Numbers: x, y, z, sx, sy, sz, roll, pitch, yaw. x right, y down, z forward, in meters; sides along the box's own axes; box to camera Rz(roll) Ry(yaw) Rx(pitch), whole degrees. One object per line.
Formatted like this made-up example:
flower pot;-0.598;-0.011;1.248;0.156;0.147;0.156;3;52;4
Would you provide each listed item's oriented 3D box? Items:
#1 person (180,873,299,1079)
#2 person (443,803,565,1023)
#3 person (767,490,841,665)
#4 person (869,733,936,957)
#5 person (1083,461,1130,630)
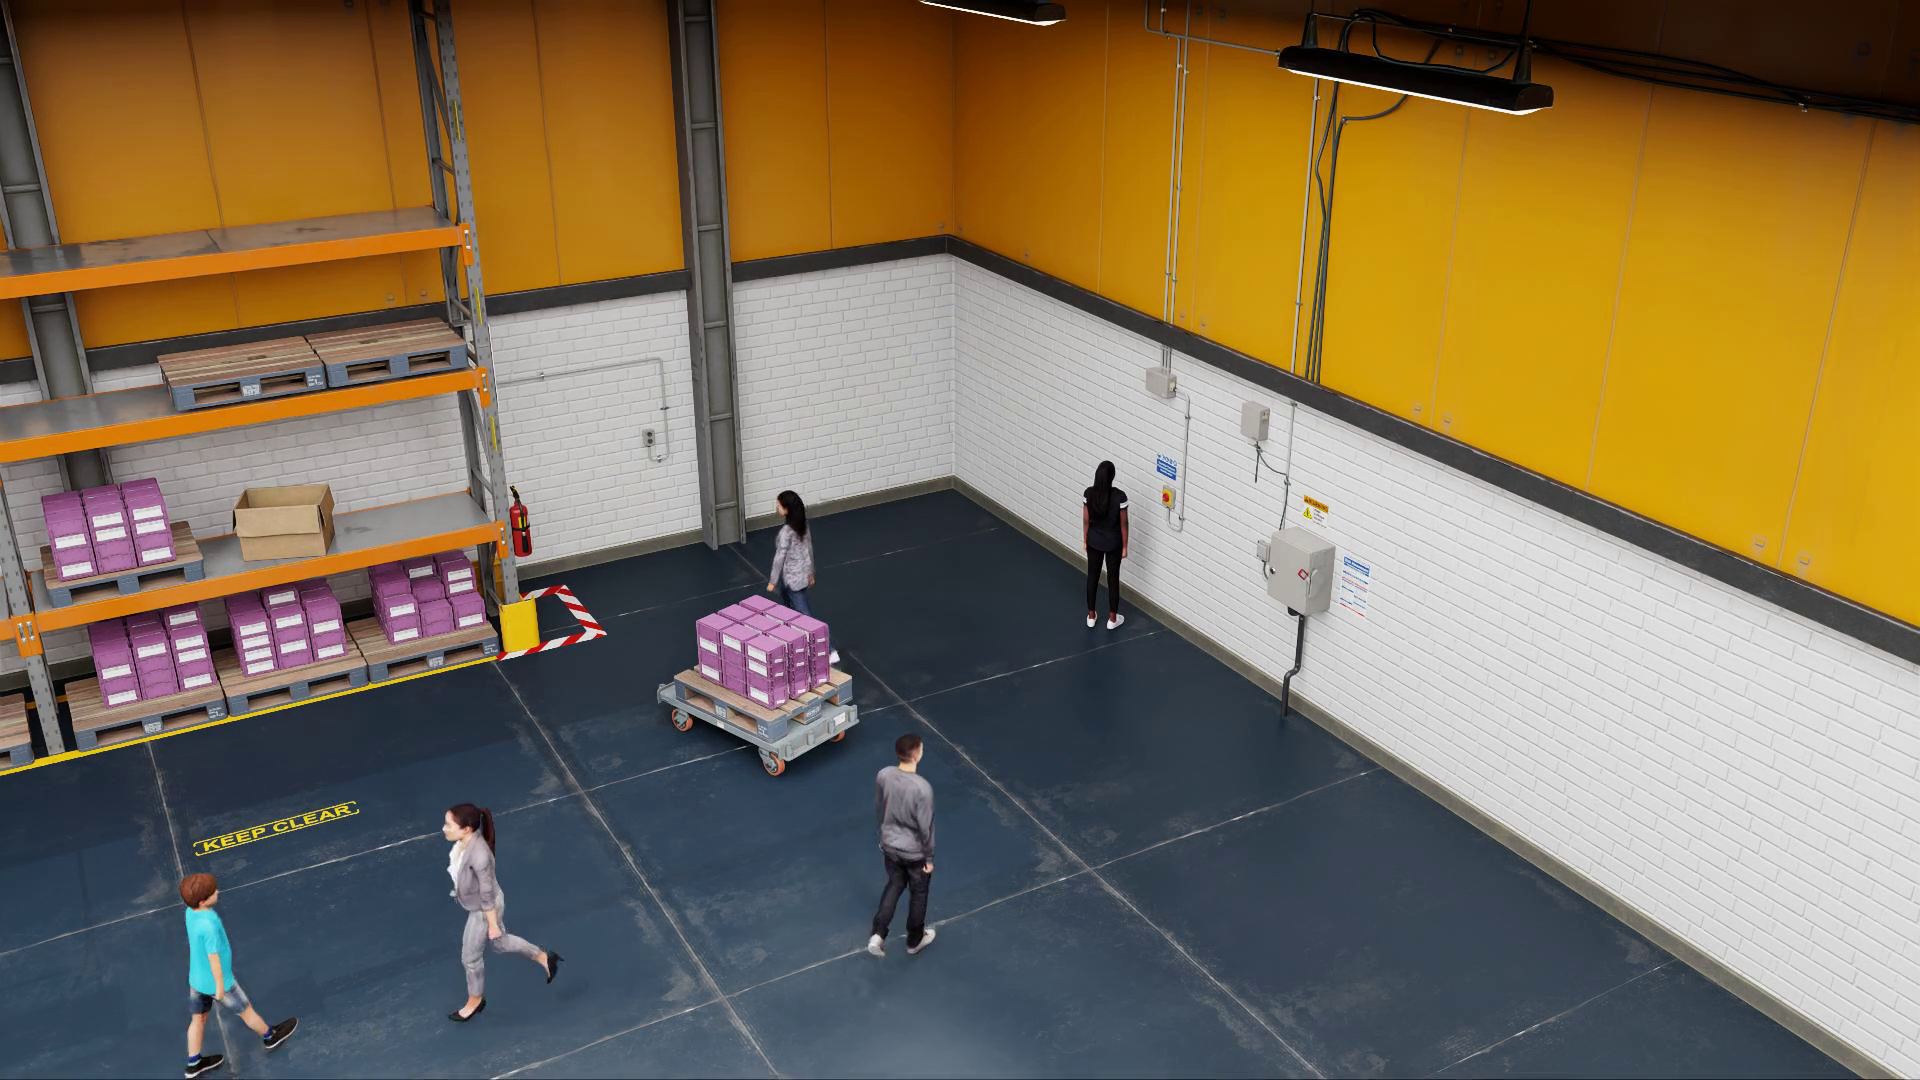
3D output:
person;-4.735;2.735;10.370;0.724;1.413;0.987;20;31;38
person;-3.016;2.402;10.837;1.043;1.649;0.695;-9;25;-19
person;-1.448;0.392;15.388;1.117;1.687;1.140;10;25;21
person;-0.409;2.128;11.335;0.853;1.752;0.974;14;27;28
person;1.406;0.036;16.150;0.717;1.729;0.767;8;25;18
